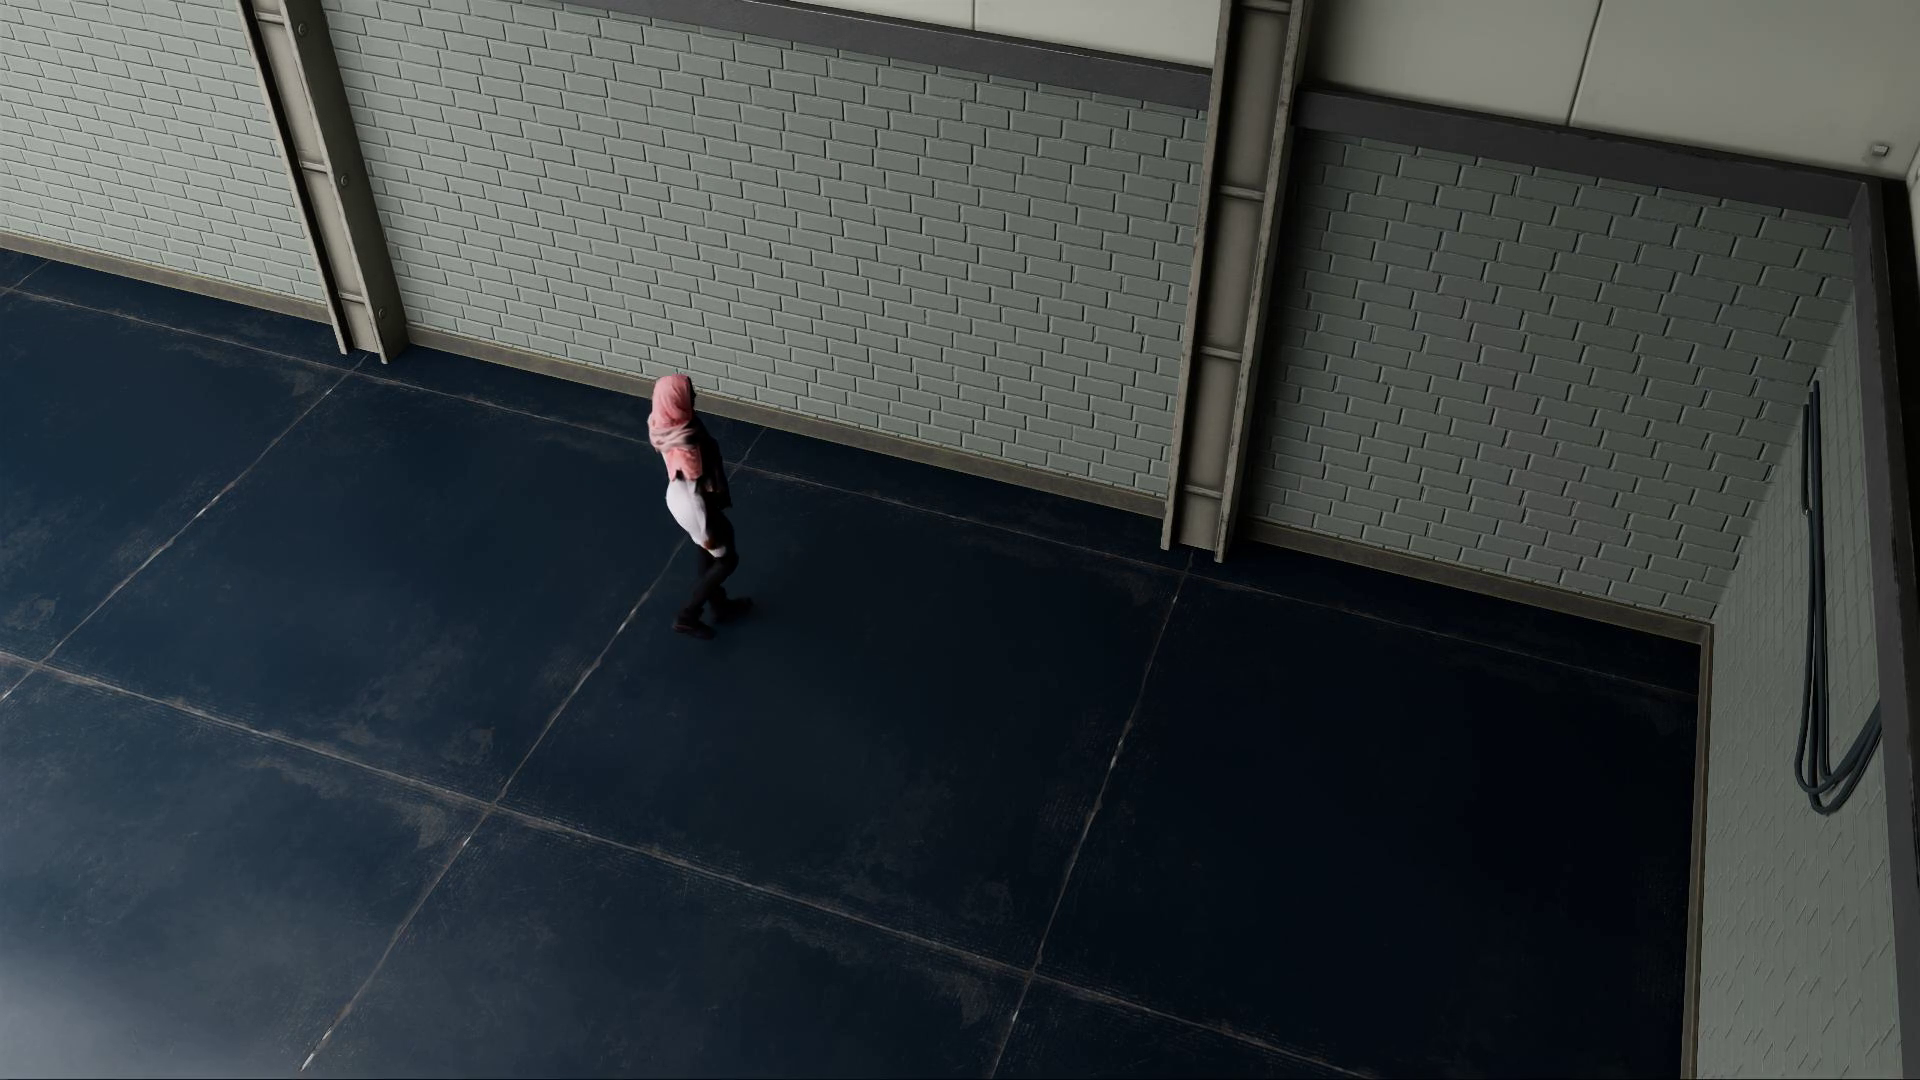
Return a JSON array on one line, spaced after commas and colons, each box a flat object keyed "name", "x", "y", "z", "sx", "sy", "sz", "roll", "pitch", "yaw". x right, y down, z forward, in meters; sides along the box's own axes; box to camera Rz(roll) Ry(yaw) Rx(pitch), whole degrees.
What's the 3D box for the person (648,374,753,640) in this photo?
[{"name": "person", "x": -1.508, "y": -0.142, "z": 9.153, "sx": 0.930, "sy": 1.796, "sz": 0.876, "roll": -22, "pitch": 47, "yaw": -22}]
